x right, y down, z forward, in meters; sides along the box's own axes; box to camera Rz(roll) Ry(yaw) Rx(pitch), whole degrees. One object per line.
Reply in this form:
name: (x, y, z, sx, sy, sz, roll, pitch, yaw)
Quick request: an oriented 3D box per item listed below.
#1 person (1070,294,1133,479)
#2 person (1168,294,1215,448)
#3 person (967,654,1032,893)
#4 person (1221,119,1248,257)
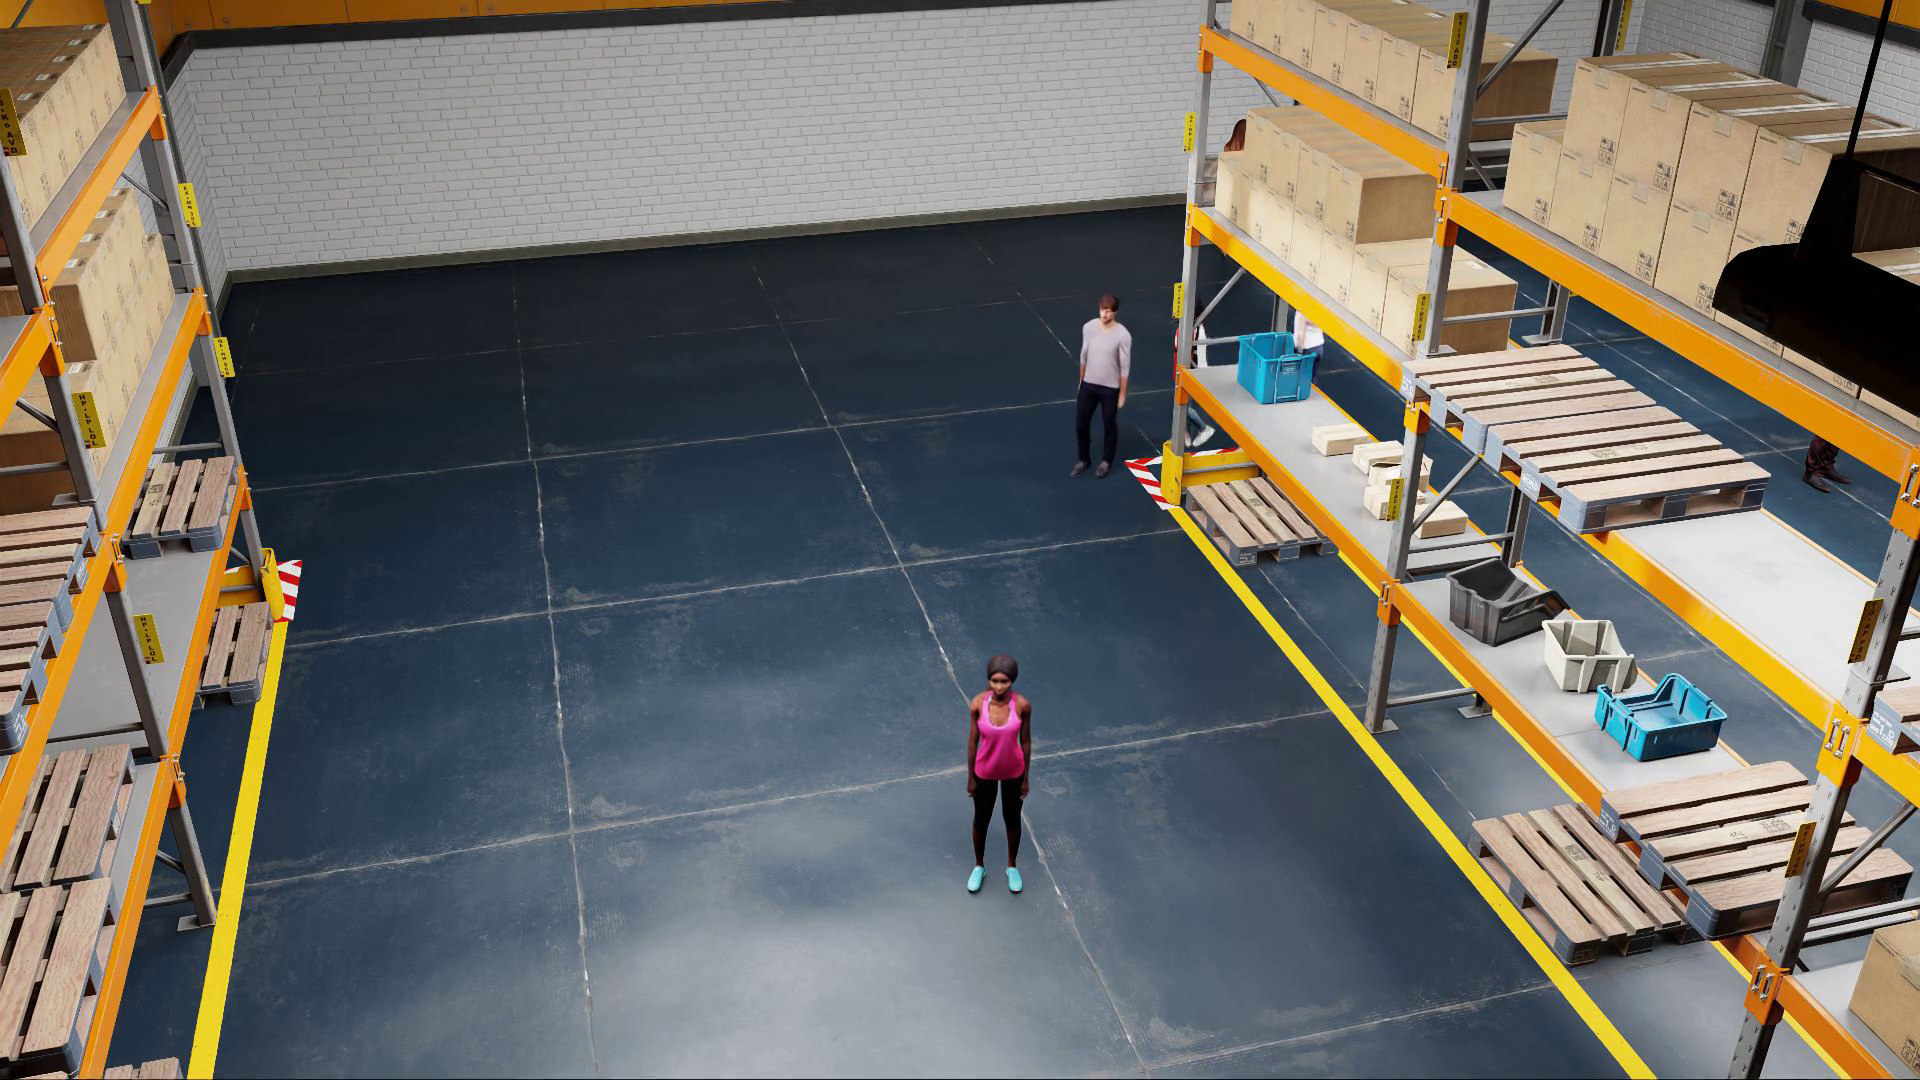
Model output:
person: (1.386, -1.483, 15.717, 0.845, 1.831, 0.905, 16, 32, 27)
person: (2.318, -1.629, 16.201, 0.778, 1.623, 0.713, -2, 29, -3)
person: (0.247, 1.454, 10.443, 0.615, 1.723, 0.636, 1, 29, 2)
person: (3.549, -4.513, 21.335, 0.676, 1.770, 0.721, 9, 30, 16)
